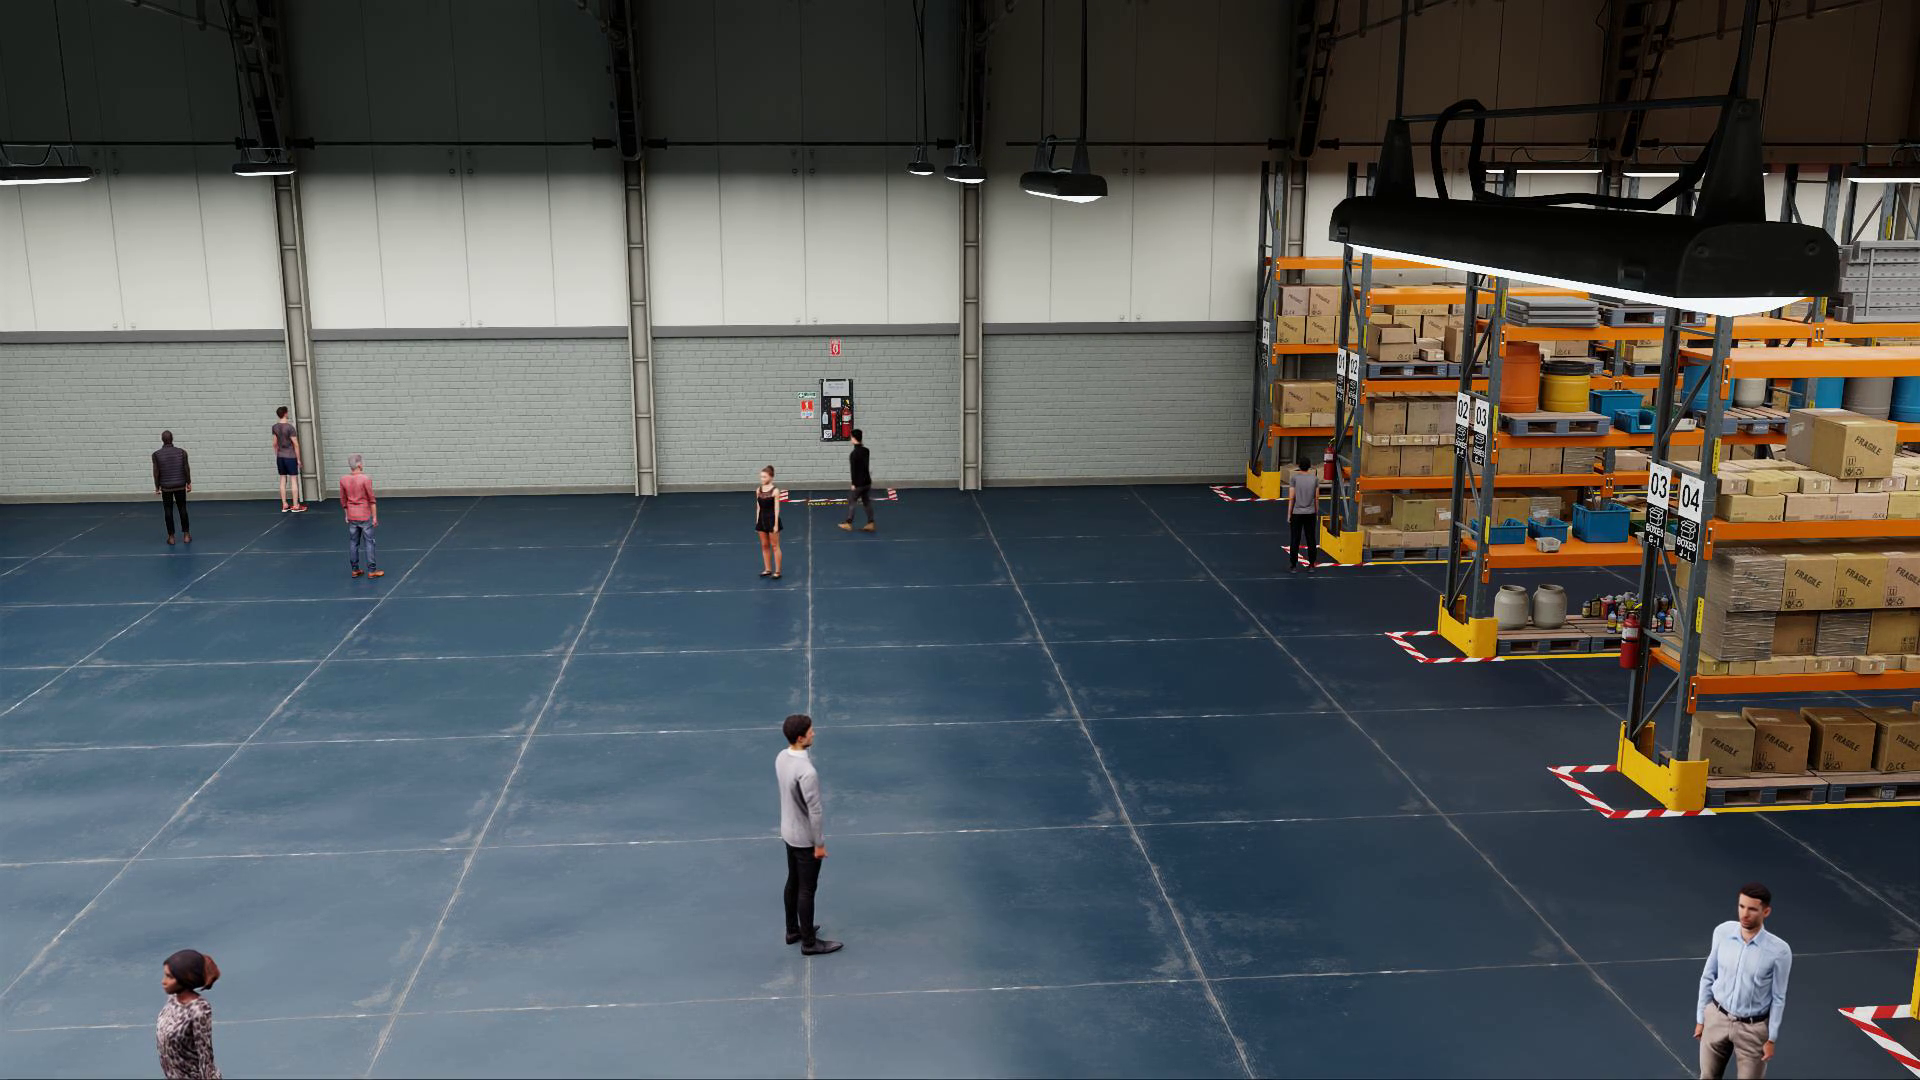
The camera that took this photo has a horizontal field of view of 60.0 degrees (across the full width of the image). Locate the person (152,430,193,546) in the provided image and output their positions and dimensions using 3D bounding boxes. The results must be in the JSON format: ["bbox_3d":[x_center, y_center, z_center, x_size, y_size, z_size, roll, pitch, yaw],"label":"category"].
[{"bbox_3d":[-12.628,-0.856,26.684,0.673,1.836,0.832,-7,15,-28],"label":"person"}]

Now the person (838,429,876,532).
[{"bbox_3d":[-1.590,-0.977,27.476,0.994,1.715,0.923,9,16,34],"label":"person"}]

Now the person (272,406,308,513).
[{"bbox_3d":[-11.761,-1.416,29.062,0.614,1.853,0.779,4,14,15],"label":"person"}]

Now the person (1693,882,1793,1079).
[{"bbox_3d":[4.763,2.960,10.177,0.753,1.848,0.809,11,17,40],"label":"person"}]

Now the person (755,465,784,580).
[{"bbox_3d":[-2.806,-0.269,24.495,0.670,1.679,0.743,9,16,33],"label":"person"}]

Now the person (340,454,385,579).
[{"bbox_3d":[-8.850,-0.357,24.538,0.602,1.831,0.802,3,13,12],"label":"person"}]

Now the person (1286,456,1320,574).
[{"bbox_3d":[5.126,-0.387,24.842,0.494,1.754,0.686,0,13,-1],"label":"person"}]

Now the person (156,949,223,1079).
[{"bbox_3d":[-4.414,3.163,9.598,0.683,1.713,0.740,11,17,40],"label":"person"}]

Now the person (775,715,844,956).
[{"bbox_3d":[-1.241,2.276,12.964,0.814,1.923,0.832,-8,15,-31],"label":"person"}]
